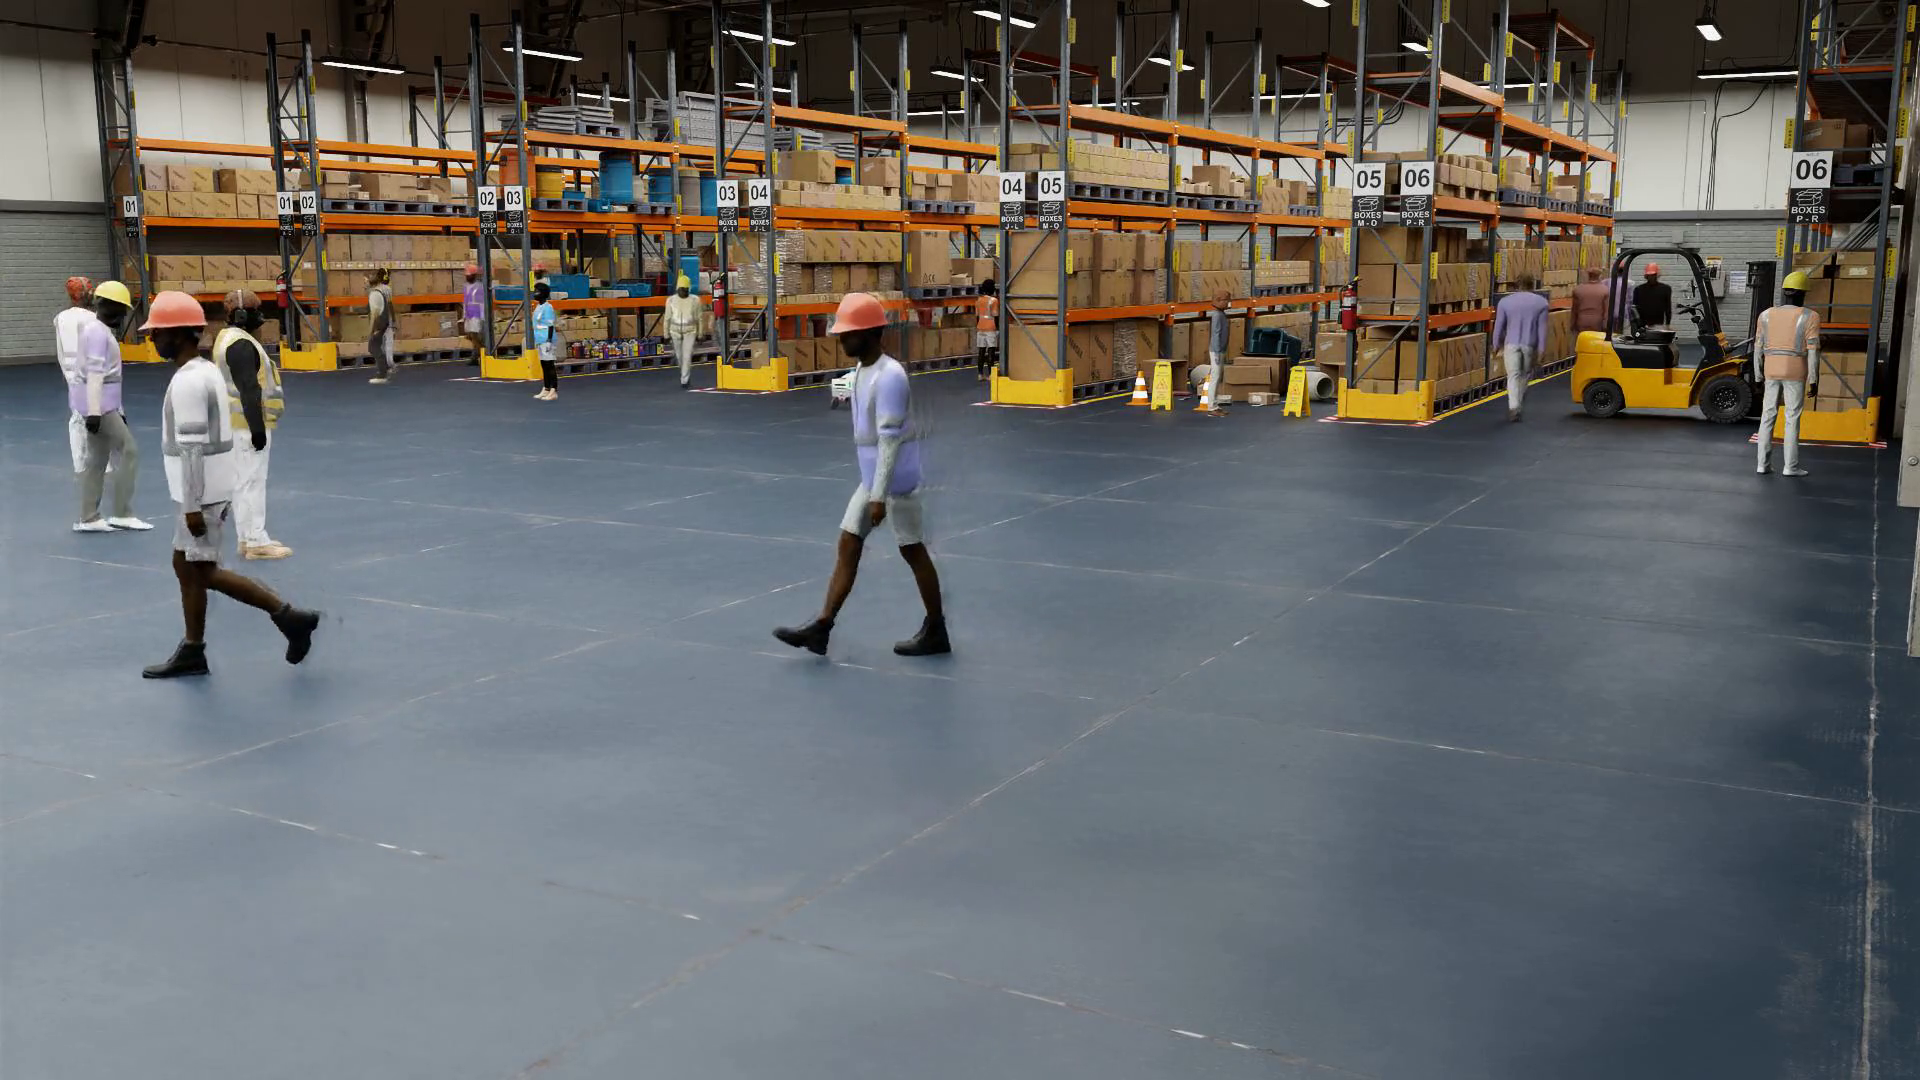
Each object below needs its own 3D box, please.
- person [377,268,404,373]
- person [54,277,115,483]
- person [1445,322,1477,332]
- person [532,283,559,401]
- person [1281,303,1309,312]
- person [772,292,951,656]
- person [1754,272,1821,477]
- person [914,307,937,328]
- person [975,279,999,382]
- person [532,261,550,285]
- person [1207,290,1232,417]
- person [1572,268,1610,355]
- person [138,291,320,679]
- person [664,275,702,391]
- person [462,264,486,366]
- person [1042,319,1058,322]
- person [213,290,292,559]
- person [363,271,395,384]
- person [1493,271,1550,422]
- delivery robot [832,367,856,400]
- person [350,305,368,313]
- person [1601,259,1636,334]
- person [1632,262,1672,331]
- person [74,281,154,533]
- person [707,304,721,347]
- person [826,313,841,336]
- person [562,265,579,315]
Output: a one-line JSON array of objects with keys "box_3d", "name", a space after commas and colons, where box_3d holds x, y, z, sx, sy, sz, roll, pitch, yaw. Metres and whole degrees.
[{"box_3d": [-10.185, -3.883, 29.492, 0.521, 1.865, 0.328, 6, 11, 30], "name": "person"}, {"box_3d": [-7.984, -1.455, 15.223, 0.575, 1.882, 0.355, 4, 11, 24], "name": "person"}, {"box_3d": [11.264, -5.298, 37.258, 0.957, 2.000, 0.684, 7, 12, 35], "name": "person"}, {"box_3d": [-5.970, -2.844, 23.908, 0.317, 1.696, 0.579, -6, 11, -32], "name": "person"}, {"box_3d": [7.679, -5.277, 37.877, 0.860, 1.799, 0.679, -8, 13, -40], "name": "person"}, {"box_3d": [-0.481, -0.298, 8.436, 1.024, 1.878, 0.565, -4, 10, -22], "name": "person"}, {"box_3d": [7.800, -1.553, 15.710, 0.403, 1.932, 0.600, -8, 12, -38], "name": "person"}, {"box_3d": [-0.782, -5.181, 37.433, 0.532, 1.755, 0.364, 5, 11, 27], "name": "person"}, {"box_3d": [0.467, -3.450, 27.439, 0.321, 1.697, 0.530, -8, 12, -39], "name": "person"}, {"box_3d": [-8.427, -4.651, 33.657, 0.628, 1.990, 1.062, 6, 11, 30], "name": "person"}, {"box_3d": [3.370, -2.419, 21.589, 0.281, 1.633, 0.501, 3, 10, 17], "name": "person"}, {"box_3d": [10.695, -3.654, 28.163, 0.644, 1.868, 0.927, 5, 11, 29], "name": "person"}, {"box_3d": [-3.618, -0.252, 8.125, 0.768, 1.918, 0.547, -3, 10, -15], "name": "person"}, {"box_3d": [-4.317, -3.250, 26.005, 0.593, 1.797, 0.872, 0, 10, 1], "name": "person"}, {"box_3d": [-9.179, -4.269, 31.561, 0.554, 1.923, 0.586, 7, 12, 36], "name": "person"}, {"box_3d": [1.835, -4.359, 32.236, 0.645, 1.878, 1.057, 6, 11, 30], "name": "person"}, {"box_3d": [-4.879, -0.791, 11.454, 0.429, 1.844, 0.627, -6, 11, -32], "name": "person"}, {"box_3d": [-9.493, -3.446, 27.007, 0.405, 1.830, 0.528, -1, 10, -5], "name": "person"}, {"box_3d": [7.068, -2.431, 20.956, 0.646, 1.896, 1.049, 2, 10, 12], "name": "person"}, {"box_3d": [-1.440, -2.109, 22.657, 0.477, 0.478, 0.707, 6, 11, 30], "name": "delivery robot"}, {"box_3d": [-11.934, -4.468, 33.090, 0.621, 1.798, 0.796, 5, 11, 26], "name": "person"}, {"box_3d": [12.042, -4.128, 30.462, 0.635, 2.018, 0.638, 5, 11, 29], "name": "person"}, {"box_3d": [11.390, -3.589, 27.439, 0.637, 1.970, 0.476, 5, 11, 25], "name": "person"}, {"box_3d": [-6.368, -0.987, 12.482, 0.654, 1.876, 0.675, -5, 11, -28], "name": "person"}, {"box_3d": [-5.291, -4.905, 36.214, 0.551, 1.592, 0.534, -7, 12, -35], "name": "person"}, {"box_3d": [-2.271, -4.008, 30.716, 0.501, 1.697, 0.917, 5, 11, 27], "name": "person"}, {"box_3d": [-9.272, -5.540, 39.191, 0.885, 1.871, 0.642, -8, 13, -41], "name": "person"}]
